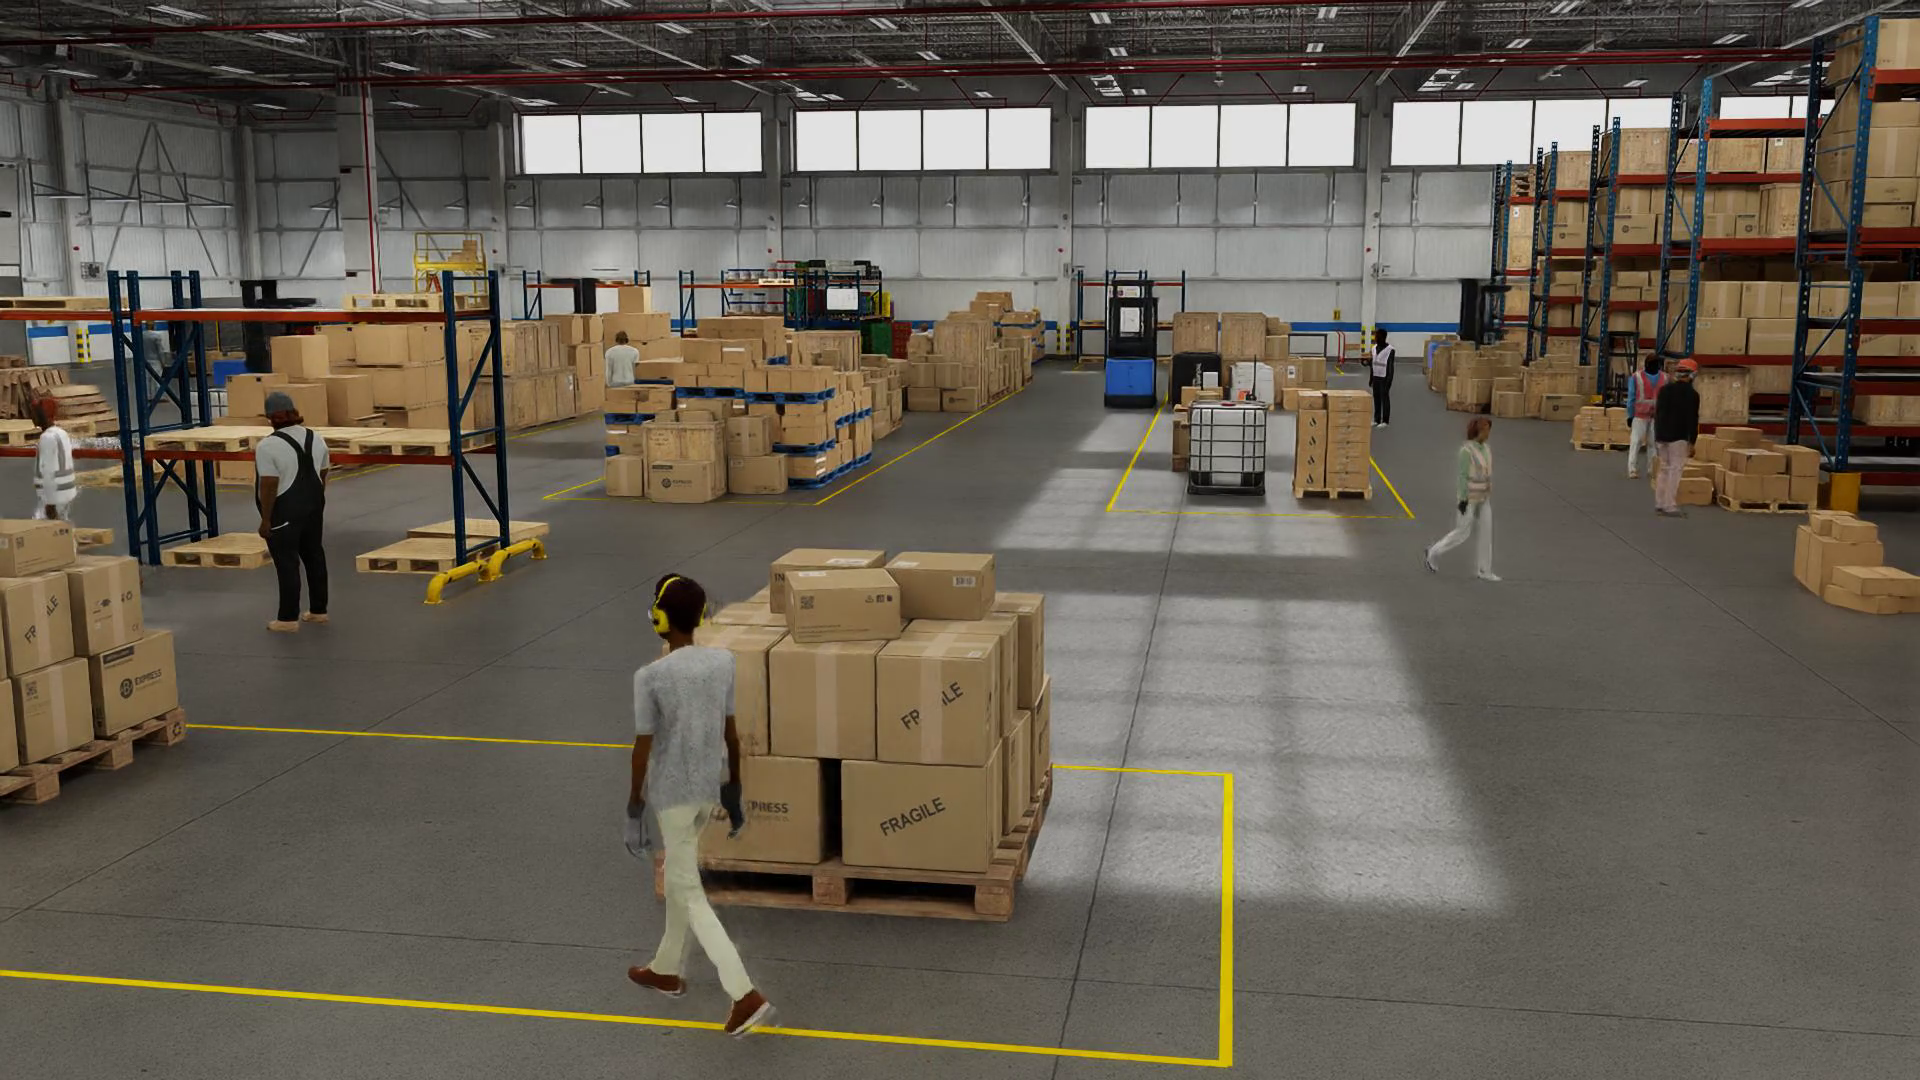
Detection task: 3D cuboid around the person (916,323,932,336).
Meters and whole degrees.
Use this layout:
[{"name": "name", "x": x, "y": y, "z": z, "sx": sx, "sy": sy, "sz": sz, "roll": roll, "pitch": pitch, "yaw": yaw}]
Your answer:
[{"name": "person", "x": -0.916, "y": -5.032, "z": 44.828, "sx": 0.541, "sy": 1.615, "sz": 0.648, "roll": 5, "pitch": 11, "yaw": 29}]

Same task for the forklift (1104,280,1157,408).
[{"name": "forklift", "x": 3.817, "y": -4.391, "z": 36.997, "sx": 1.129, "sy": 2.768, "sz": 1.873, "roll": 1, "pitch": 9, "yaw": 9}]

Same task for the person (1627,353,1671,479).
[{"name": "person", "x": 10.028, "y": -1.800, "z": 24.210, "sx": 0.629, "sy": 1.842, "sz": 0.429, "roll": 0, "pitch": 9, "yaw": 2}]

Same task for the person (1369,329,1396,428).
[{"name": "person", "x": 8.175, "y": -3.130, "z": 32.216, "sx": 0.397, "sy": 1.911, "sz": 0.587, "roll": -5, "pitch": 10, "yaw": -28}]

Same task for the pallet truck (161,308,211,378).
[{"name": "pallet truck", "x": -21.869, "y": -5.598, "z": 47.154, "sx": 0.823, "sy": 1.965, "sz": 1.885, "roll": 4, "pitch": 10, "yaw": 26}]

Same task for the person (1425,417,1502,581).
[{"name": "person", "x": 4.985, "y": -0.411, "z": 16.360, "sx": 0.524, "sy": 1.618, "sz": 0.684, "roll": -9, "pitch": 13, "yaw": -43}]

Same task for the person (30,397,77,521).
[{"name": "person", "x": -8.477, "y": -0.402, "z": 15.502, "sx": 0.422, "sy": 1.864, "sz": 0.606, "roll": -2, "pitch": 10, "yaw": -15}]

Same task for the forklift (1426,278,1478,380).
[{"name": "forklift", "x": 13.586, "y": -5.628, "z": 44.624, "sx": 1.873, "sy": 2.768, "sz": 1.129, "roll": 1, "pitch": 9, "yaw": 9}]

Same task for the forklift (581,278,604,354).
[{"name": "forklift", "x": -10.072, "y": -5.752, "z": 45.391, "sx": 1.873, "sy": 2.768, "sz": 1.129, "roll": -3, "pitch": 10, "yaw": -17}]

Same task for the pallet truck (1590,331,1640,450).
[{"name": "pallet truck", "x": 11.253, "y": -2.573, "z": 28.499, "sx": 0.823, "sy": 1.965, "sz": 1.885, "roll": 5, "pitch": 10, "yaw": 27}]

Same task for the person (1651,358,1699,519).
[{"name": "person", "x": 8.801, "y": -1.241, "z": 20.399, "sx": 0.457, "sy": 1.971, "sz": 0.669, "roll": -4, "pitch": 10, "yaw": -22}]

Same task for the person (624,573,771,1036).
[{"name": "person", "x": -1.074, "y": 1.046, "z": 6.688, "sx": 0.909, "sy": 1.841, "sz": 0.526, "roll": 8, "pitch": 12, "yaw": 40}]

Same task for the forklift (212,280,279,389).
[{"name": "forklift", "x": -15.176, "y": -4.253, "z": 36.142, "sx": 1.873, "sy": 2.768, "sz": 1.129, "roll": 1, "pitch": 9, "yaw": 9}]

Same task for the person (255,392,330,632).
[{"name": "person", "x": -5.684, "y": -0.252, "z": 14.051, "sx": 0.537, "sy": 2.000, "sz": 0.674, "roll": 5, "pitch": 10, "yaw": 26}]

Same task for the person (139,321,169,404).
[{"name": "person", "x": -18.427, "y": -4.074, "z": 37.948, "sx": 0.632, "sy": 1.937, "sz": 0.362, "roll": 2, "pitch": 9, "yaw": 13}]

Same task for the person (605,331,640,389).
[{"name": "person", "x": -6.158, "y": -2.858, "z": 30.438, "sx": 0.627, "sy": 1.940, "sz": 0.373, "roll": -1, "pitch": 9, "yaw": -9}]
